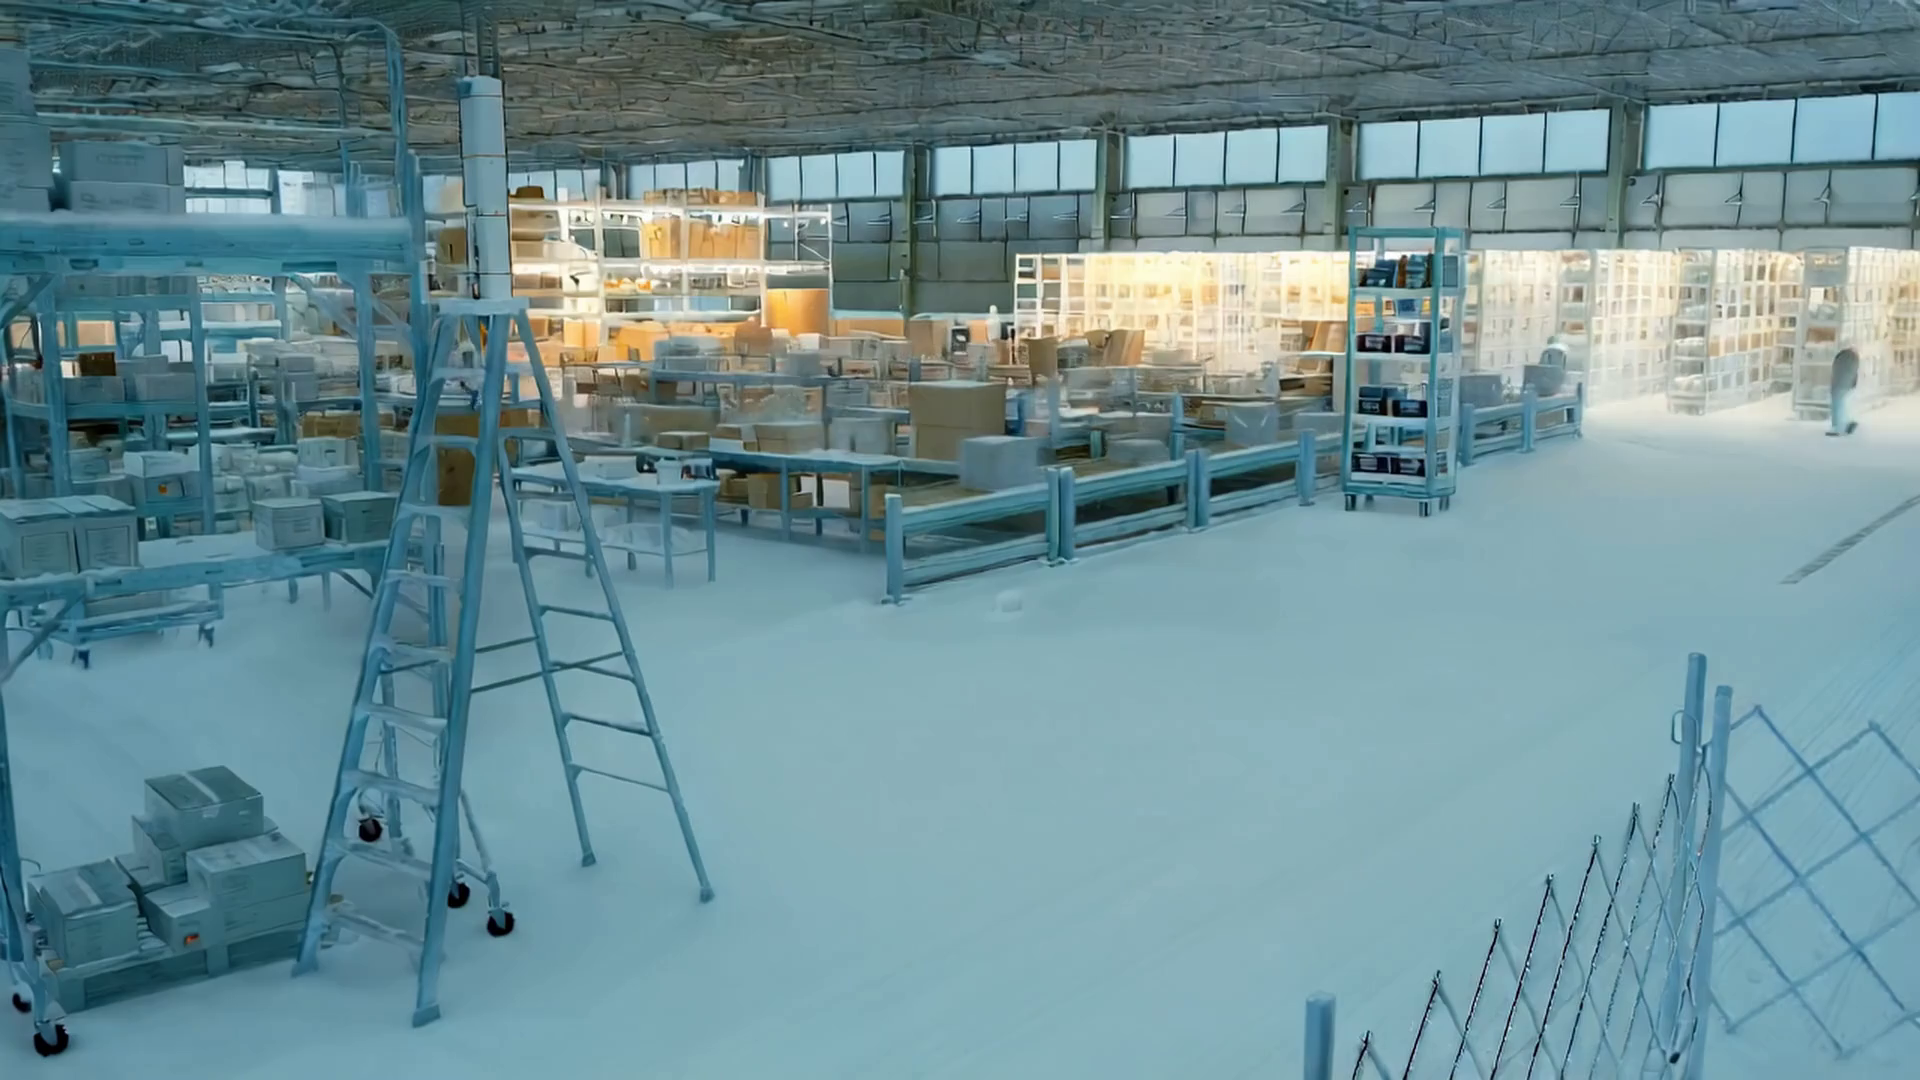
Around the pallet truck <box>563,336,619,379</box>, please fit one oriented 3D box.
[{"bbox_3d":[-10.690,-5.294,48.215,1.601,1.201,0.680,-5,10,-26],"label":"pallet truck"}]

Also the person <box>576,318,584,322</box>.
[{"bbox_3d":[-14.432,-8.108,63.904,0.619,1.837,0.429,-1,9,-8],"label":"person"}]

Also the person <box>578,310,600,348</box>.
[{"bbox_3d":[-11.289,-6.032,50.657,0.624,1.932,0.369,-1,9,-7],"label":"person"}]

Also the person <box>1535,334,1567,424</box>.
[{"bbox_3d":[11.998,-3.275,33.811,0.610,1.812,0.666,-3,10,-18],"label":"person"}]

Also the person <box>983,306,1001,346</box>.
[{"bbox_3d":[1.051,-6.633,54.185,0.609,1.995,0.375,5,10,28],"label":"person"}]

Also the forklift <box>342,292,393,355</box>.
[{"bbox_3d":[-16.485,-5.622,45.120,1.129,2.768,1.873,7,11,37],"label":"forklift"}]

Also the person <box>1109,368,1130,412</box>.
[{"bbox_3d":[2.919,-2.678,30.231,0.318,1.764,0.522,-6,11,-32],"label":"person"}]

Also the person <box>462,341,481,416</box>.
[{"bbox_3d":[-10.391,-3.471,35.402,0.539,1.688,0.495,3,10,19],"label":"person"}]

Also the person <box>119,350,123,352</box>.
[{"bbox_3d":[-31.741,-7.988,62.912,0.548,1.900,0.862,4,10,26],"label":"person"}]

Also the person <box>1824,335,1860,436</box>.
[{"bbox_3d":[16.425,-2.874,31.015,0.667,1.895,0.427,-5,10,-29],"label":"person"}]

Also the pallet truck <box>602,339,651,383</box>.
[{"bbox_3d":[-8.991,-4.871,45.351,0.653,1.274,1.630,7,11,37],"label":"pallet truck"}]
